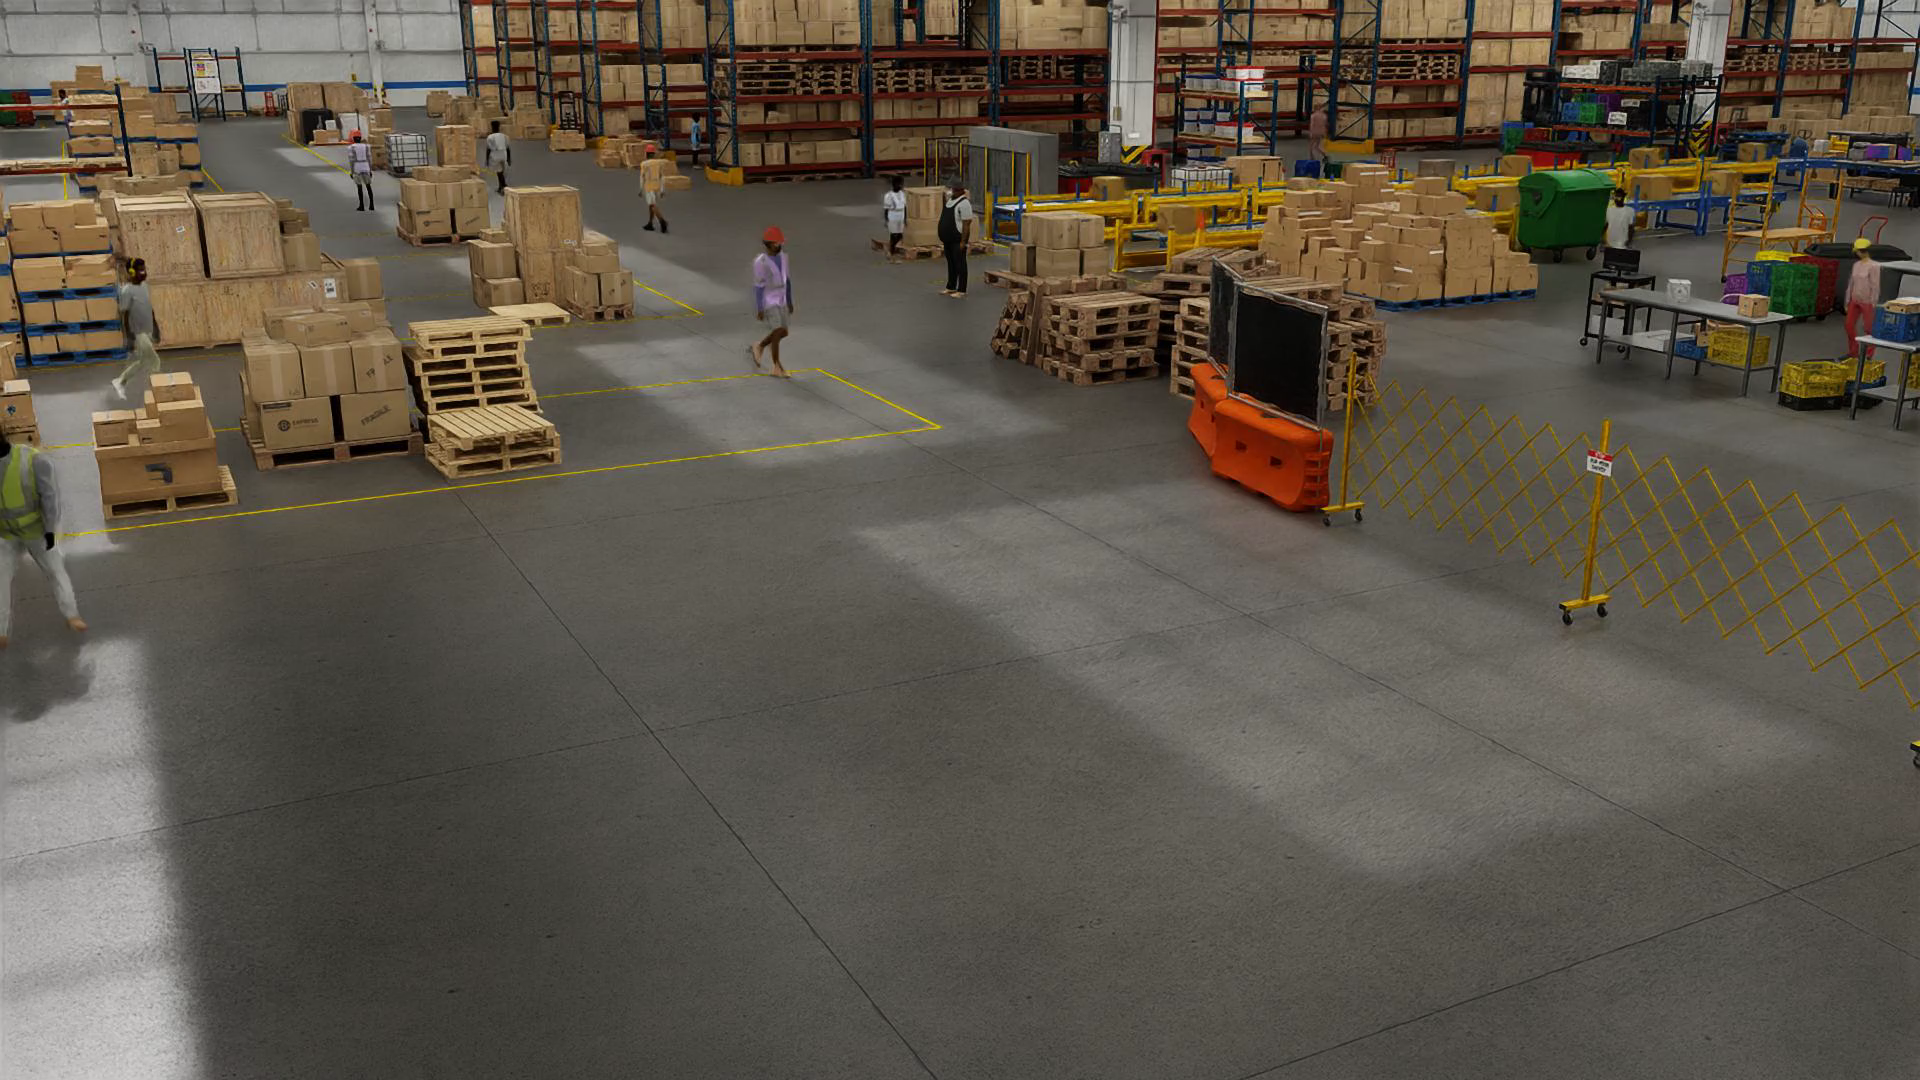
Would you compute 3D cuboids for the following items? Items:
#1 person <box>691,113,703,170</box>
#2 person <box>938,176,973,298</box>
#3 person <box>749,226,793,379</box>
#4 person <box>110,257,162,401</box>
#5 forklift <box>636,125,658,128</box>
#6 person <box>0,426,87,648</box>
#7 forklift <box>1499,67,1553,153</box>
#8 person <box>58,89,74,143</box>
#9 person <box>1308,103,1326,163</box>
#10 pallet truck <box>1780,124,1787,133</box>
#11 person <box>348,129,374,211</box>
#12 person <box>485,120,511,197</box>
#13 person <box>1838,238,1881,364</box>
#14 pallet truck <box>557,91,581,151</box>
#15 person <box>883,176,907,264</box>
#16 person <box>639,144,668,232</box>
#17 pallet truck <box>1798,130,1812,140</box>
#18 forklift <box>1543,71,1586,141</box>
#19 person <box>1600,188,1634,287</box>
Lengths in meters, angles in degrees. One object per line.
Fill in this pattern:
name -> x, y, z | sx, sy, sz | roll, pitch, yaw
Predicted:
person -> -7.993, -12.087, 50.417 | 0.322, 1.699, 0.536 | -6, 19, -17
person -> -0.113, -5.130, 28.180 | 0.538, 2.000, 0.683 | -10, 20, -28
person -> -2.538, -3.173, 22.114 | 0.712, 2.022, 0.624 | 11, 21, 30
person -> -10.186, -2.587, 20.602 | 0.880, 1.837, 0.515 | 1, 18, 4
forklift -> -13.297, -18.107, 67.284 | 1.873, 2.768, 1.129 | -9, 20, -26
person -> -7.262, -0.064, 12.807 | 0.669, 1.793, 0.718 | -3, 18, -10
forklift -> 19.126, -14.294, 55.397 | 1.873, 2.768, 1.129 | -9, 20, -26
person -> -32.316, -15.338, 60.224 | 0.390, 1.910, 0.583 | -16, 23, -40
person -> 11.203, -12.749, 52.182 | 0.646, 1.890, 0.579 | -12, 21, -33
pallet truck -> 25.206, -12.542, 52.601 | 1.601, 1.201, 0.680 | 0, 18, -2
person -> -14.505, -8.949, 40.250 | 0.545, 1.939, 0.374 | -13, 22, -35
person -> -12.088, -9.940, 43.341 | 0.904, 1.924, 0.623 | 14, 23, 38
person -> 12.499, -3.284, 22.946 | 0.484, 1.724, 0.562 | -3, 18, -10
pallet truck -> -13.495, -14.412, 57.188 | 0.823, 1.965, 1.885 | -3, 18, -9
person -> -1.293, -6.179, 32.042 | 0.576, 1.671, 0.580 | 16, 23, 40
person -> -6.700, -7.700, 36.431 | 0.887, 1.906, 0.543 | 15, 23, 39
pallet truck -> 25.526, -11.556, 49.408 | 1.630, 1.274, 0.653 | -9, 20, -26
forklift -> 18.685, -13.231, 52.085 | 1.873, 2.768, 1.129 | -9, 20, -26
person -> 11.261, -5.117, 28.477 | 0.874, 1.843, 0.526 | -15, 23, -38
